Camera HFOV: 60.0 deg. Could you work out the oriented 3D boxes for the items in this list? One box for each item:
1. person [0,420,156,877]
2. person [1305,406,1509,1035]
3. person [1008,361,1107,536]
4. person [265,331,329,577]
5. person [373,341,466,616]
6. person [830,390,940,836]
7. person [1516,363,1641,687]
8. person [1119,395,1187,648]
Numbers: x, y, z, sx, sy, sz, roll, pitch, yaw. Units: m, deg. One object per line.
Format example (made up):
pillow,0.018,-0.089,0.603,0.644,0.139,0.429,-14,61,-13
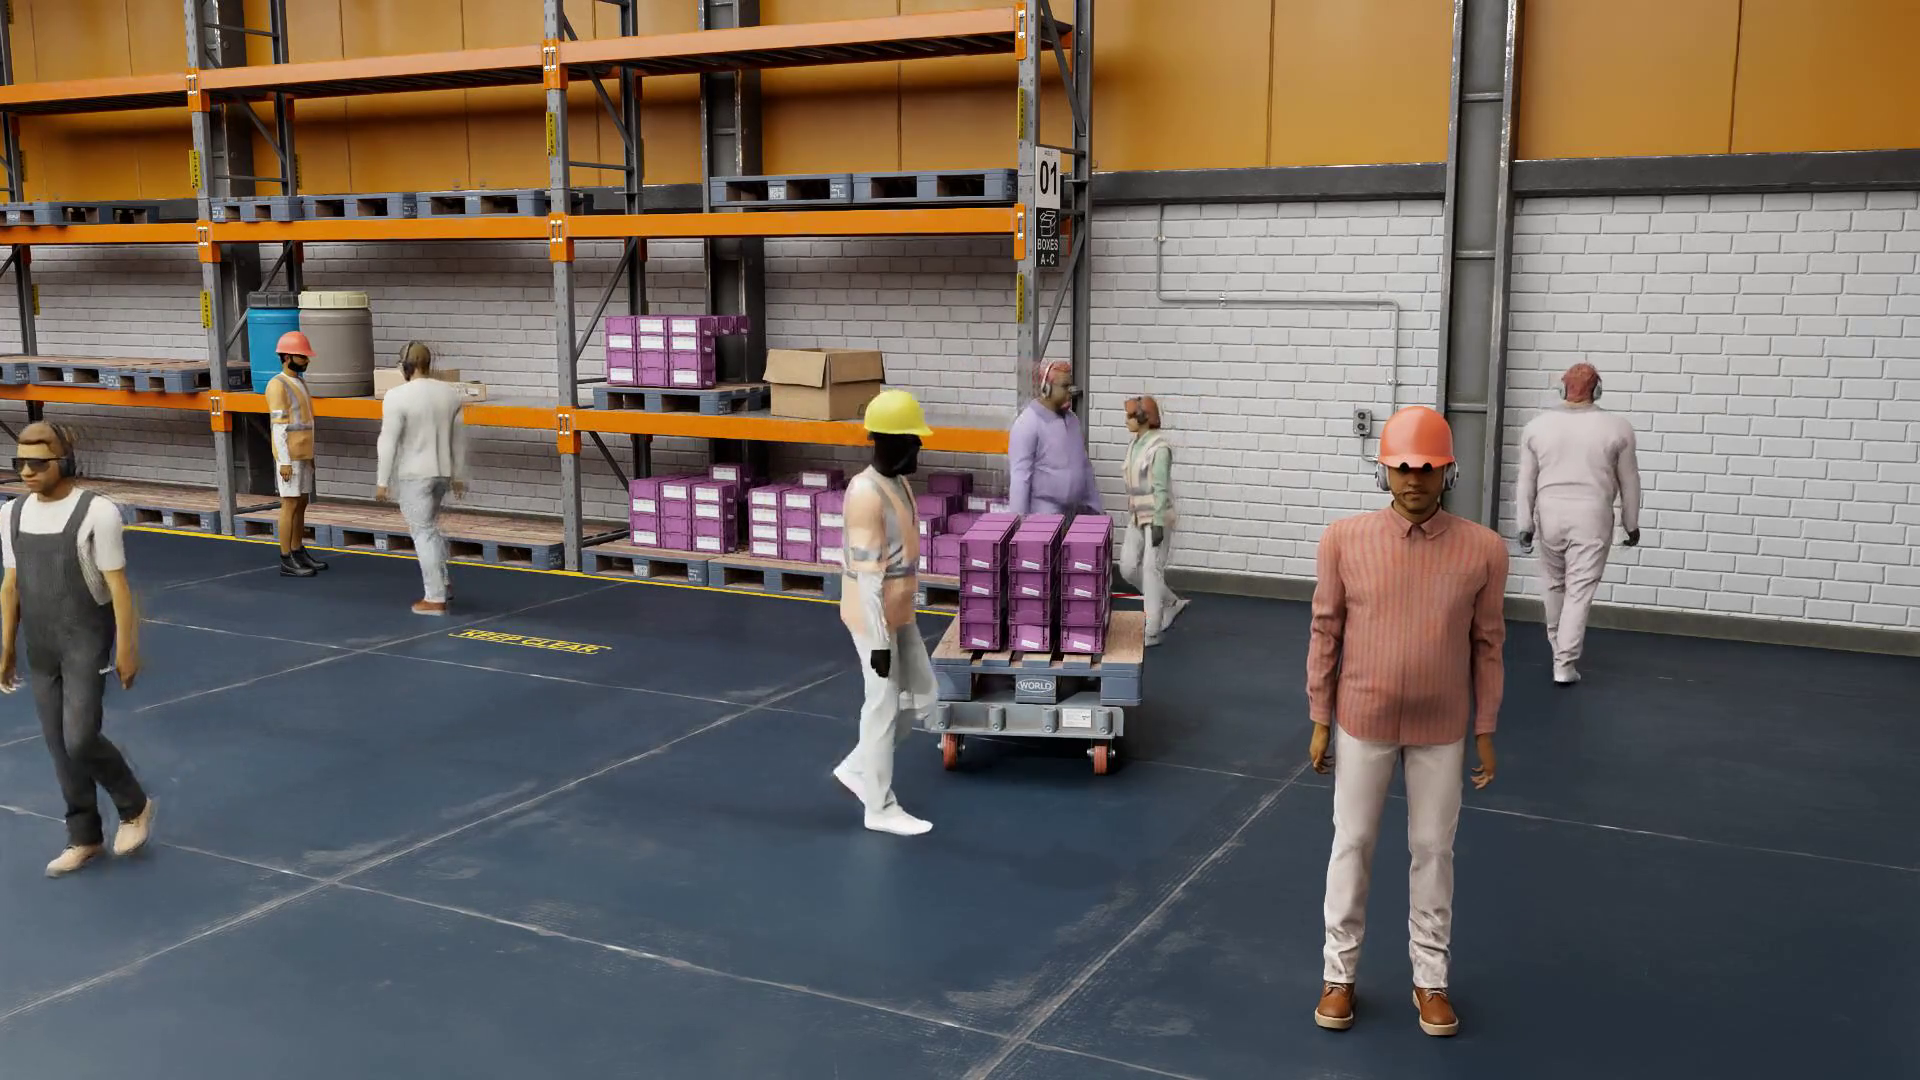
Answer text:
person,-3.559,0.434,6.606,0.523,1.830,0.396,2,9,14
person,1.401,0.572,5.262,0.608,1.995,0.377,2,9,9
person,0.643,-0.151,10.133,0.969,1.857,0.660,5,11,30
person,-5.229,-0.678,13.153,0.372,1.933,0.552,0,9,-2
person,-3.787,-0.426,11.666,0.542,1.921,0.640,4,10,25
person,-0.294,0.322,7.040,0.410,1.912,0.614,2,9,12
person,3.695,-0.110,9.883,0.649,1.862,0.974,7,11,36
person,1.243,-0.119,10.633,0.429,1.620,0.542,-4,10,-22
